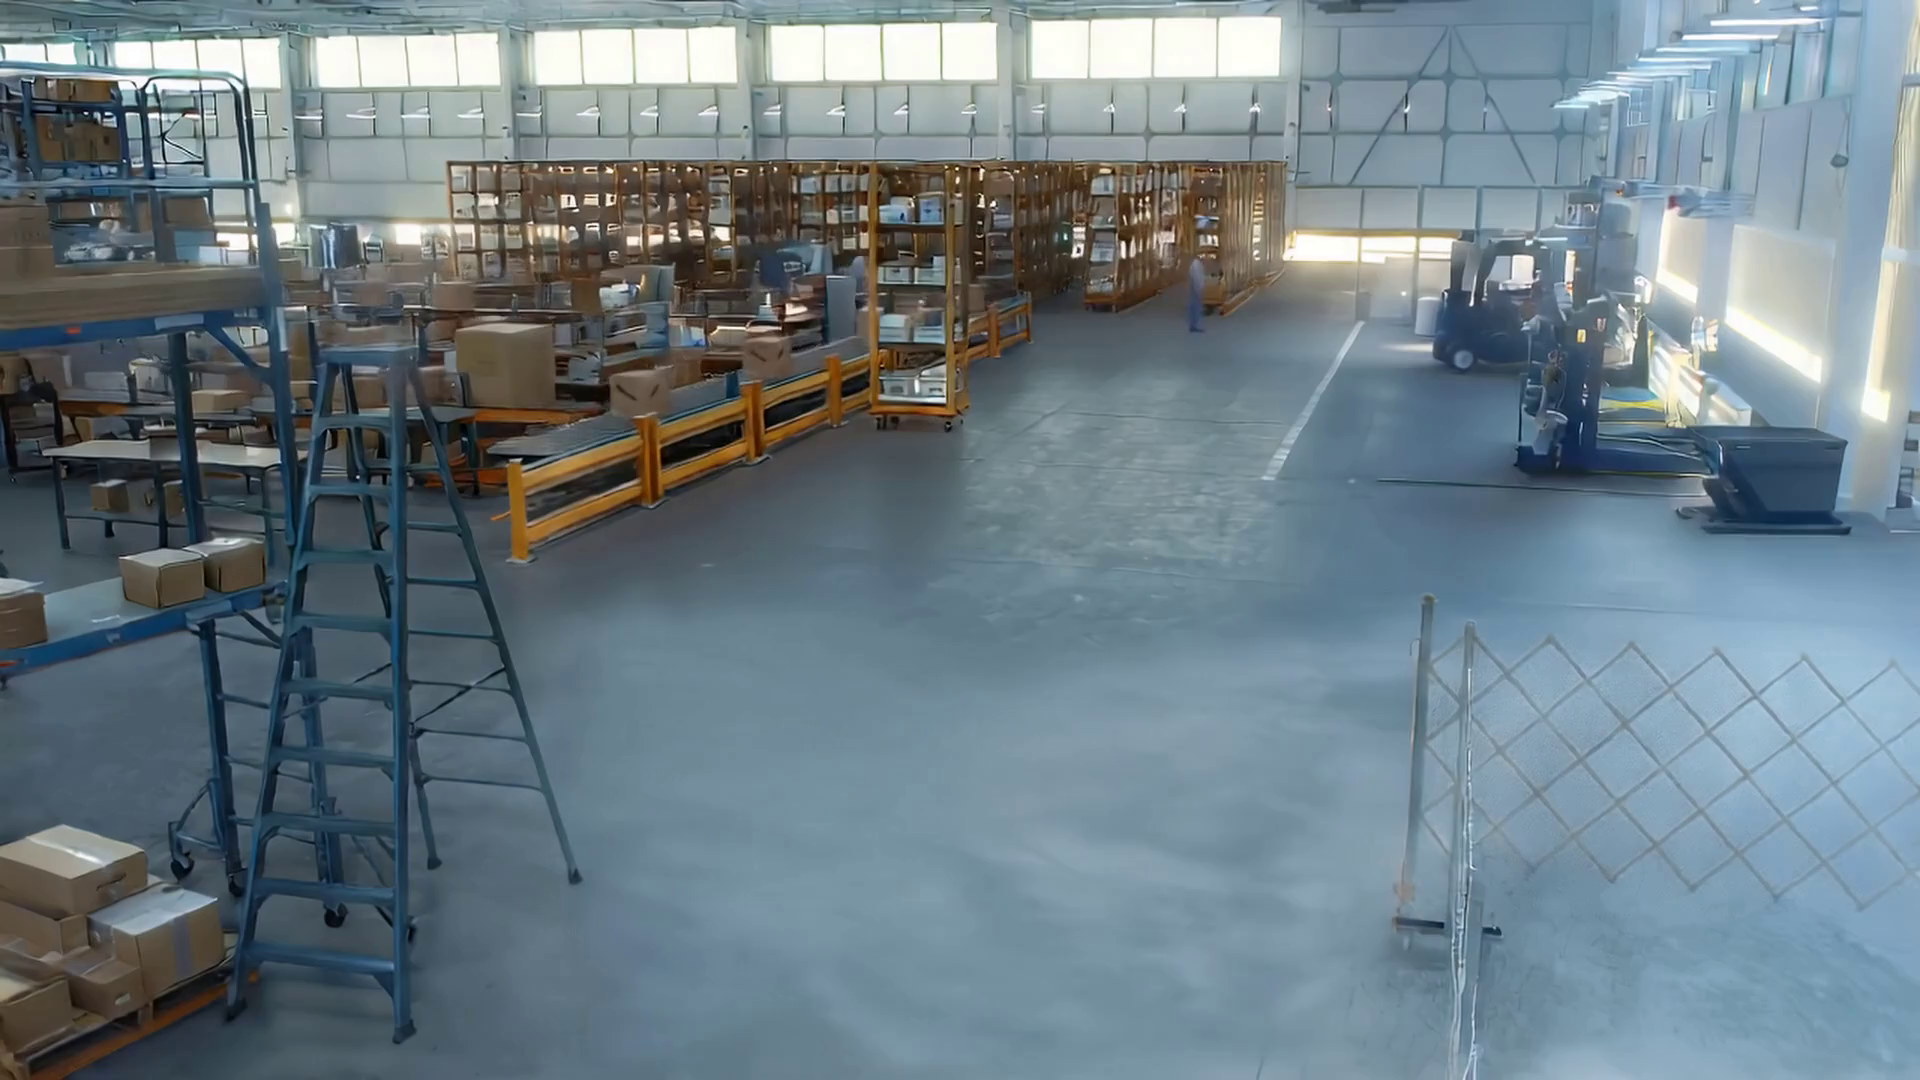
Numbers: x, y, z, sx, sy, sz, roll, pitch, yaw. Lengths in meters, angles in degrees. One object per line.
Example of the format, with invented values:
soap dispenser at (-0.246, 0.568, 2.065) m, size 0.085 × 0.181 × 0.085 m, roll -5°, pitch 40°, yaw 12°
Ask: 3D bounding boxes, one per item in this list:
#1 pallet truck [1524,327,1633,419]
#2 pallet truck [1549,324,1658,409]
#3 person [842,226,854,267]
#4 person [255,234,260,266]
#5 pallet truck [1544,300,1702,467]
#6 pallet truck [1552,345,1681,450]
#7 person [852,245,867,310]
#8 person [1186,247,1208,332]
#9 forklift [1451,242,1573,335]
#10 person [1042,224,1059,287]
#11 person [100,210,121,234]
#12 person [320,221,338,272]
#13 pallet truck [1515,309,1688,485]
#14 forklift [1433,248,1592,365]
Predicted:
pallet truck at (9.065, -2.460, 24.370) m, size 1.522 × 1.261 × 0.704 m, roll 3°, pitch 13°, yaw 14°
pallet truck at (9.824, -2.669, 25.407) m, size 1.601 × 1.201 × 0.680 m, roll 4°, pitch 14°, yaw 16°
person at (-3.378, -8.710, 49.729) m, size 0.387 × 2.039 × 0.614 m, roll 3°, pitch 13°, yaw 13°
person at (-18.642, -7.350, 44.394) m, size 0.918 × 1.780 × 0.604 m, roll 5°, pitch 14°, yaw 19°
pallet truck at (8.263, -1.952, 20.631) m, size 1.885 × 1.965 × 0.823 m, roll 5°, pitch 14°, yaw 20°
pallet truck at (8.641, -1.896, 21.908) m, size 1.630 × 1.274 × 0.653 m, roll 4°, pitch 14°, yaw 16°
person at (-2.382, -5.938, 38.409) m, size 0.598 × 1.752 × 0.528 m, roll 7°, pitch 15°, yaw 27°
person at (5.202, -5.384, 35.820) m, size 0.669 × 1.822 × 0.605 m, roll 7°, pitch 15°, yaw 28°
forklift at (10.464, -4.597, 31.405) m, size 2.680 × 1.987 × 1.157 m, roll 4°, pitch 14°, yaw 16°
person at (2.467, -8.220, 47.845) m, size 0.769 × 1.951 × 0.391 m, roll 0°, pitch 13°, yaw 1°
person at (-28.827, -10.228, 56.487) m, size 0.607 × 1.947 × 0.406 m, roll -5°, pitch 14°, yaw -20°
person at (-20.689, -9.611, 54.504) m, size 0.523 × 1.636 × 0.310 m, roll 3°, pitch 13°, yaw 14°
pallet truck at (7.554, -1.677, 19.446) m, size 1.885 × 1.965 × 0.823 m, roll 3°, pitch 13°, yaw 14°
forklift at (9.780, -4.111, 29.280) m, size 2.680 × 1.987 × 1.157 m, roll 3°, pitch 13°, yaw 14°
